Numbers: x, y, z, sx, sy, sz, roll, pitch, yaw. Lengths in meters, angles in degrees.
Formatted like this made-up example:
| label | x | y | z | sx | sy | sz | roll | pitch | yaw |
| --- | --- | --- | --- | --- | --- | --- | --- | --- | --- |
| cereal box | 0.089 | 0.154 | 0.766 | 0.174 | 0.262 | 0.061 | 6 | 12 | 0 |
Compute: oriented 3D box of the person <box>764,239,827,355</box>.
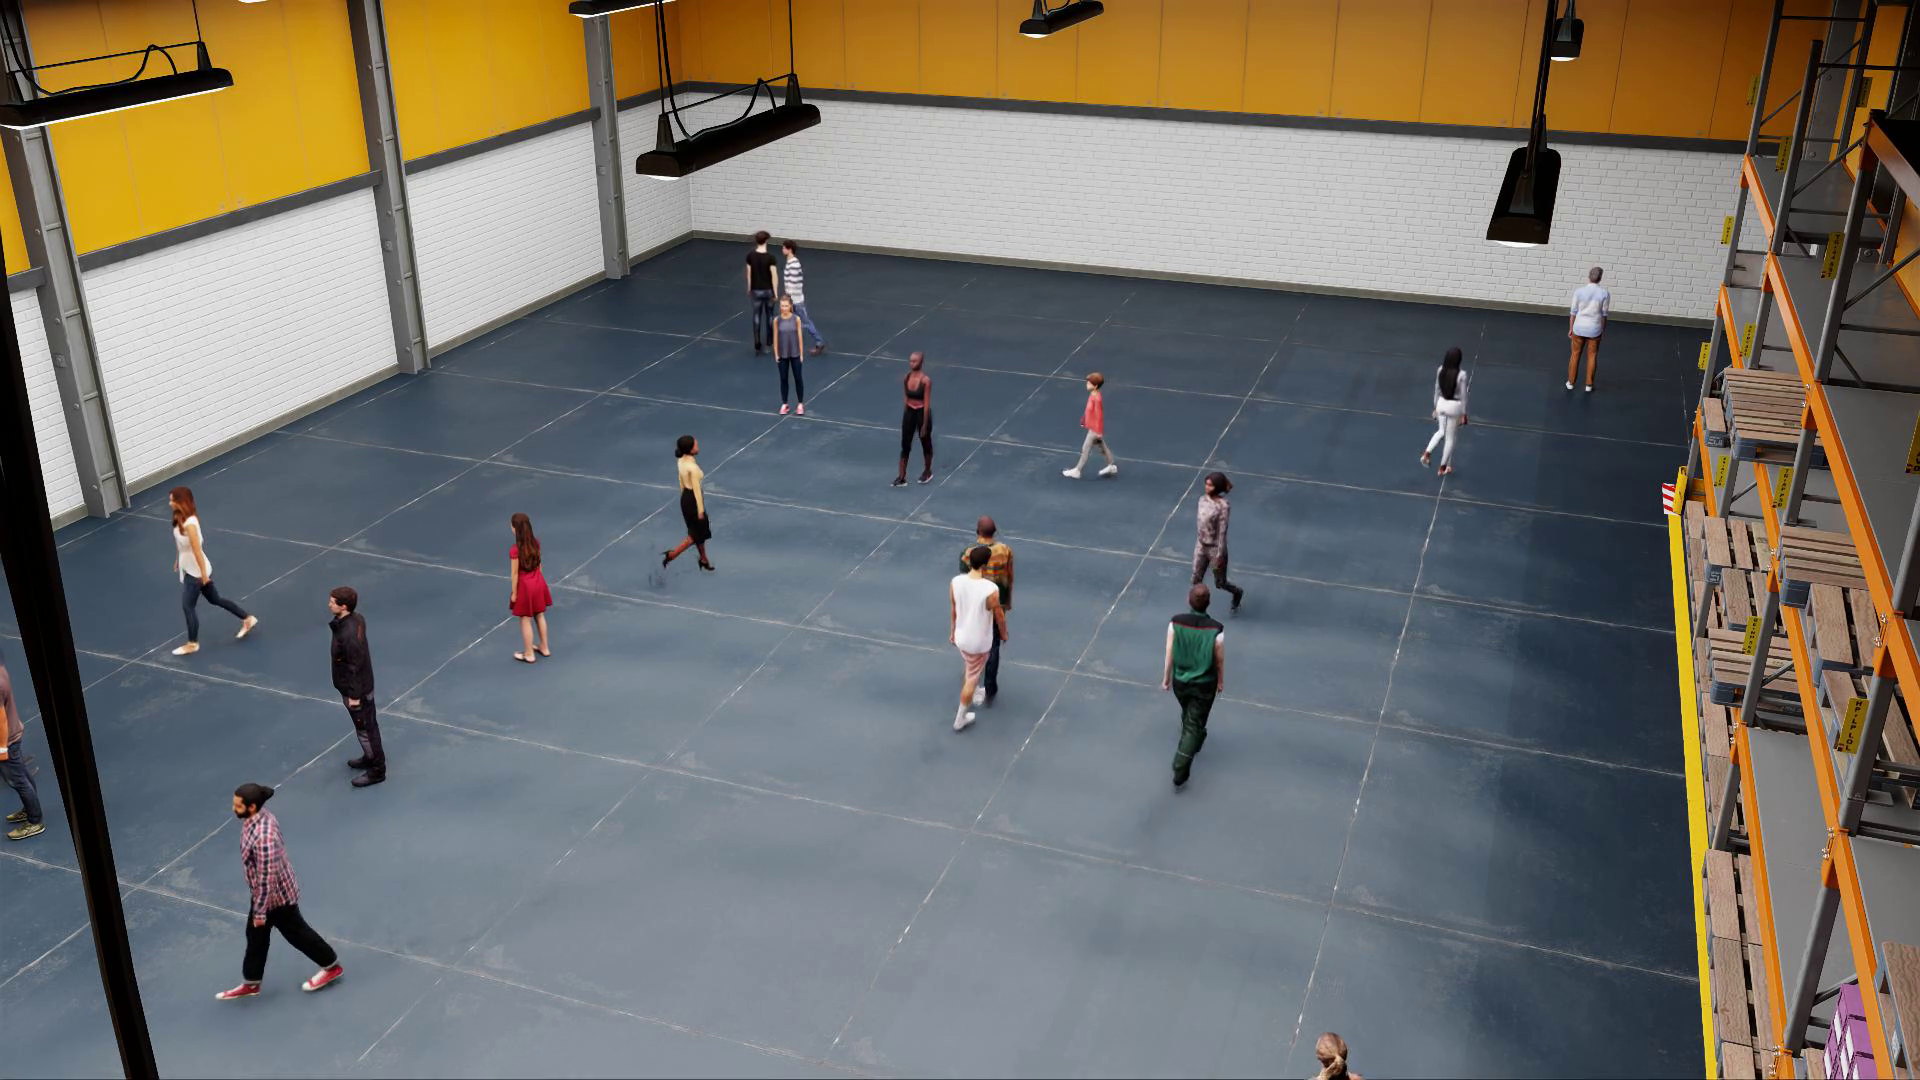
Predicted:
| label | x | y | z | sx | sy | sz | roll | pitch | yaw |
| --- | --- | --- | --- | --- | --- | --- | --- | --- | --- |
| person | -2.471 | -3.722 | 25.794 | 1.167 | 1.807 | 1.219 | -6 | 24 | -14 |

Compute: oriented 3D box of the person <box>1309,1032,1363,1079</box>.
| label | x | y | z | sx | sy | sz | roll | pitch | yaw |
| --- | --- | --- | --- | --- | --- | --- | --- | --- | --- |
| person | 2.085 | 3.546 | 9.350 | 0.852 | 1.658 | 1.197 | -1 | 24 | -2 |

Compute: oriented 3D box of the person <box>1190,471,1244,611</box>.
| label | x | y | z | sx | sy | sz | roll | pitch | yaw |
| --- | --- | --- | --- | --- | --- | --- | --- | --- | --- |
| person | 2.669 | 0.094 | 17.202 | 1.134 | 1.696 | 0.930 | -18 | 30 | -36 |

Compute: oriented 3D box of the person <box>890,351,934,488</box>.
| label | x | y | z | sx | sy | sz | roll | pitch | yaw |
| --- | --- | --- | --- | --- | --- | --- | --- | --- | --- |
| person | -0.459 | -1.543 | 20.895 | 0.671 | 1.737 | 1.017 | 12 | 26 | 25 |

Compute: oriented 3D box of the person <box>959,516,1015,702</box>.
| label | x | y | z | sx | sy | sz | roll | pitch | yaw |
| --- | --- | --- | --- | --- | --- | --- | --- | --- | --- |
| person | 0.270 | 0.674 | 15.799 | 1.032 | 1.756 | 1.283 | -2 | 24 | -5 |

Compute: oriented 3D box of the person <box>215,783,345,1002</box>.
| label | x | y | z | sx | sy | sz | roll | pitch | yaw |
| --- | --- | --- | --- | --- | --- | --- | --- | --- | --- |
| person | -4.765 | 2.471 | 11.731 | 1.208 | 1.722 | 1.066 | -16 | 28 | -32 |

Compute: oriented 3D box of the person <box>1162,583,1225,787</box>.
| label | x | y | z | sx | sy | sz | roll | pitch | yaw |
| --- | --- | --- | --- | --- | --- | --- | --- | --- | --- |
| person | 2.011 | 1.266 | 14.393 | 0.718 | 1.797 | 1.175 | 10 | 26 | 22 |

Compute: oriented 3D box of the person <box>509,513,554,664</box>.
| label | x | y | z | sx | sy | sz | roll | pitch | yaw |
| --- | --- | --- | --- | --- | --- | --- | --- | --- | --- |
| person | -4.288 | 0.463 | 16.537 | 0.669 | 1.551 | 0.599 | 14 | 27 | 29 |

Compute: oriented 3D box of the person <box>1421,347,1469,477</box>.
| label | x | y | z | sx | sy | sz | roll | pitch | yaw |
| --- | --- | --- | --- | --- | --- | --- | --- | --- | --- |
| person | 6.148 | -1.609 | 21.076 | 0.885 | 1.712 | 0.810 | -15 | 28 | -30 |

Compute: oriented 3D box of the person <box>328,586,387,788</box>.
| label | x | y | z | sx | sy | sz | roll | pitch | yaw |
| --- | --- | --- | --- | --- | --- | --- | --- | --- | --- |
| person | -5.218 | 1.240 | 14.401 | 0.844 | 1.839 | 0.768 | -9 | 25 | -20 |

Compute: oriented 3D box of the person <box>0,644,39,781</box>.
| label | x | y | z | sx | sy | sz | roll | pitch | yaw |
| --- | --- | --- | --- | --- | --- | --- | --- | --- | --- |
| person | -8.416 | 1.254 | 14.434 | 0.767 | 1.787 | 0.720 | -12 | 26 | -26 |

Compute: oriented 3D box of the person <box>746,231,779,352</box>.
| label | x | y | z | sx | sy | sz | roll | pitch | yaw |
| --- | --- | --- | --- | --- | --- | --- | --- | --- | --- |
| person | -3.122 | -3.887 | 26.089 | 0.855 | 1.872 | 1.125 | 1 | 24 | 3 |

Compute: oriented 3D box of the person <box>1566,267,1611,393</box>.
| label | x | y | z | sx | sy | sz | roll | pitch | yaw |
| --- | --- | --- | --- | --- | --- | --- | --- | --- | --- |
| person | 9.179 | -3.090 | 24.321 | 0.702 | 1.827 | 0.606 | 11 | 26 | 24 |

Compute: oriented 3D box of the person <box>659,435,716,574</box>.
| label | x | y | z | sx | sy | sz | roll | pitch | yaw |
| --- | --- | --- | --- | --- | --- | --- | --- | --- | --- |
| person | -2.998 | -0.344 | 18.278 | 0.970 | 1.637 | 0.872 | -15 | 28 | -30 |

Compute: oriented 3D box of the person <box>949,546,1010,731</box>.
| label | x | y | z | sx | sy | sz | roll | pitch | yaw |
| --- | --- | --- | --- | --- | --- | --- | --- | --- | --- |
| person | 0.075 | 0.936 | 15.209 | 0.795 | 1.749 | 1.027 | 15 | 28 | 30 |

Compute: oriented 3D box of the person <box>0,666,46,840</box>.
| label | x | y | z | sx | sy | sz | roll | pitch | yaw |
| --- | --- | --- | --- | --- | --- | --- | --- | --- | --- |
| person | -7.830 | 1.601 | 13.650 | 0.755 | 1.779 | 0.710 | -12 | 26 | -26 |

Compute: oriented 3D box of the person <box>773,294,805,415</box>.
| label | x | y | z | sx | sy | sz | roll | pitch | yaw |
| --- | --- | --- | --- | --- | --- | --- | --- | --- | --- |
| person | -2.397 | -2.604 | 23.337 | 0.623 | 1.724 | 0.631 | 0 | 24 | -1 |

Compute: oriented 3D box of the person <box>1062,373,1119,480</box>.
| label | x | y | z | sx | sy | sz | roll | pitch | yaw |
| --- | --- | --- | --- | --- | --- | --- | --- | --- | --- |
| person | 1.779 | -1.438 | 21.095 | 0.818 | 1.383 | 0.954 | -1 | 24 | -1 |

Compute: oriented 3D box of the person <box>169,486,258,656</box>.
| label | x | y | z | sx | sy | sz | roll | pitch | yaw |
| --- | --- | --- | --- | --- | --- | --- | --- | --- | --- |
| person | -7.571 | 0.276 | 16.716 | 1.127 | 1.751 | 1.007 | -13 | 27 | -28 |
